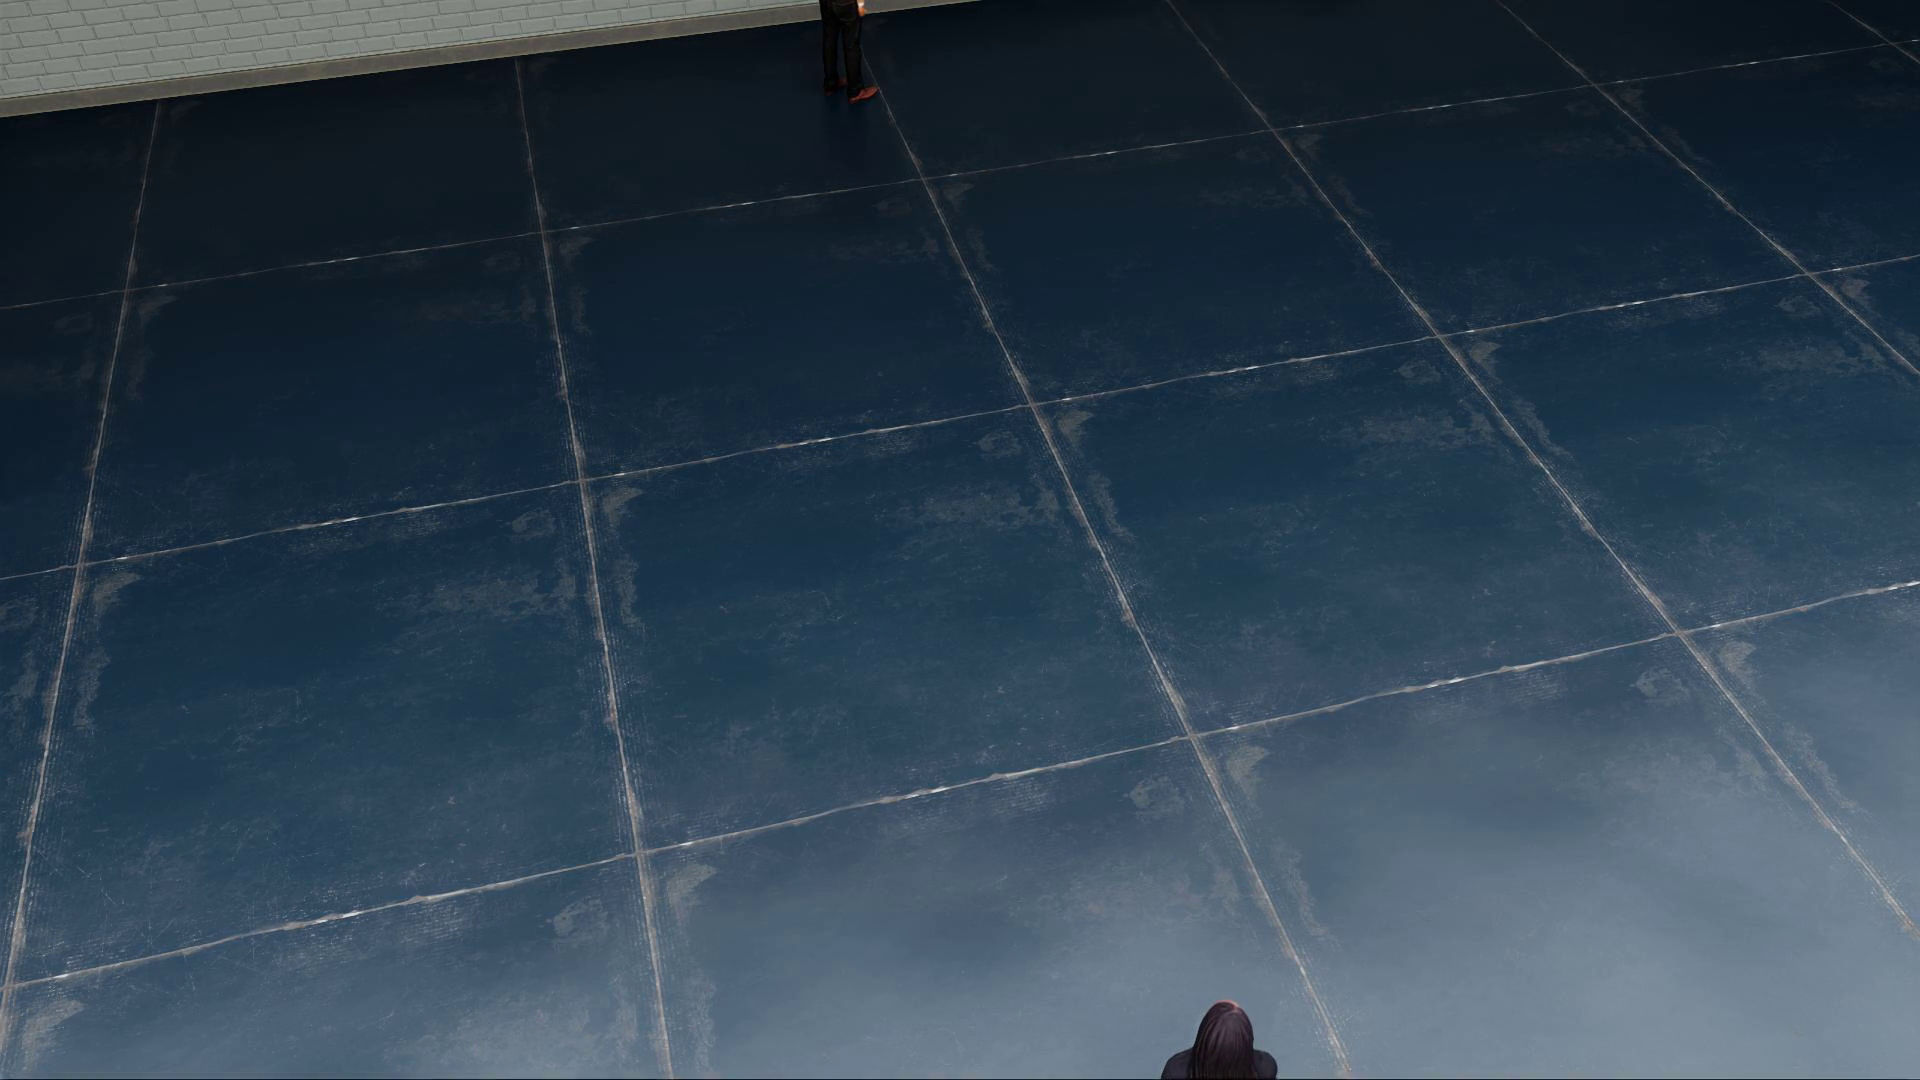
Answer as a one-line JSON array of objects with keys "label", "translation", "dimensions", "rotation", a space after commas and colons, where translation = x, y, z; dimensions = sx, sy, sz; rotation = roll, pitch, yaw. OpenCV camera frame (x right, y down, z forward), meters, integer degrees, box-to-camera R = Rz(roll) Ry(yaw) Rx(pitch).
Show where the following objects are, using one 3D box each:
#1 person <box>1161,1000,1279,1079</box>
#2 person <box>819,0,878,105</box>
[{"label": "person", "translation": [0.956, 2.309, 6.447], "dimensions": [0.628, 1.729, 0.623], "rotation": [-5, 43, -6]}, {"label": "person", "translation": [-0.990, -4.467, 13.686], "dimensions": [0.739, 1.754, 0.815], "rotation": [25, 49, 25]}]
